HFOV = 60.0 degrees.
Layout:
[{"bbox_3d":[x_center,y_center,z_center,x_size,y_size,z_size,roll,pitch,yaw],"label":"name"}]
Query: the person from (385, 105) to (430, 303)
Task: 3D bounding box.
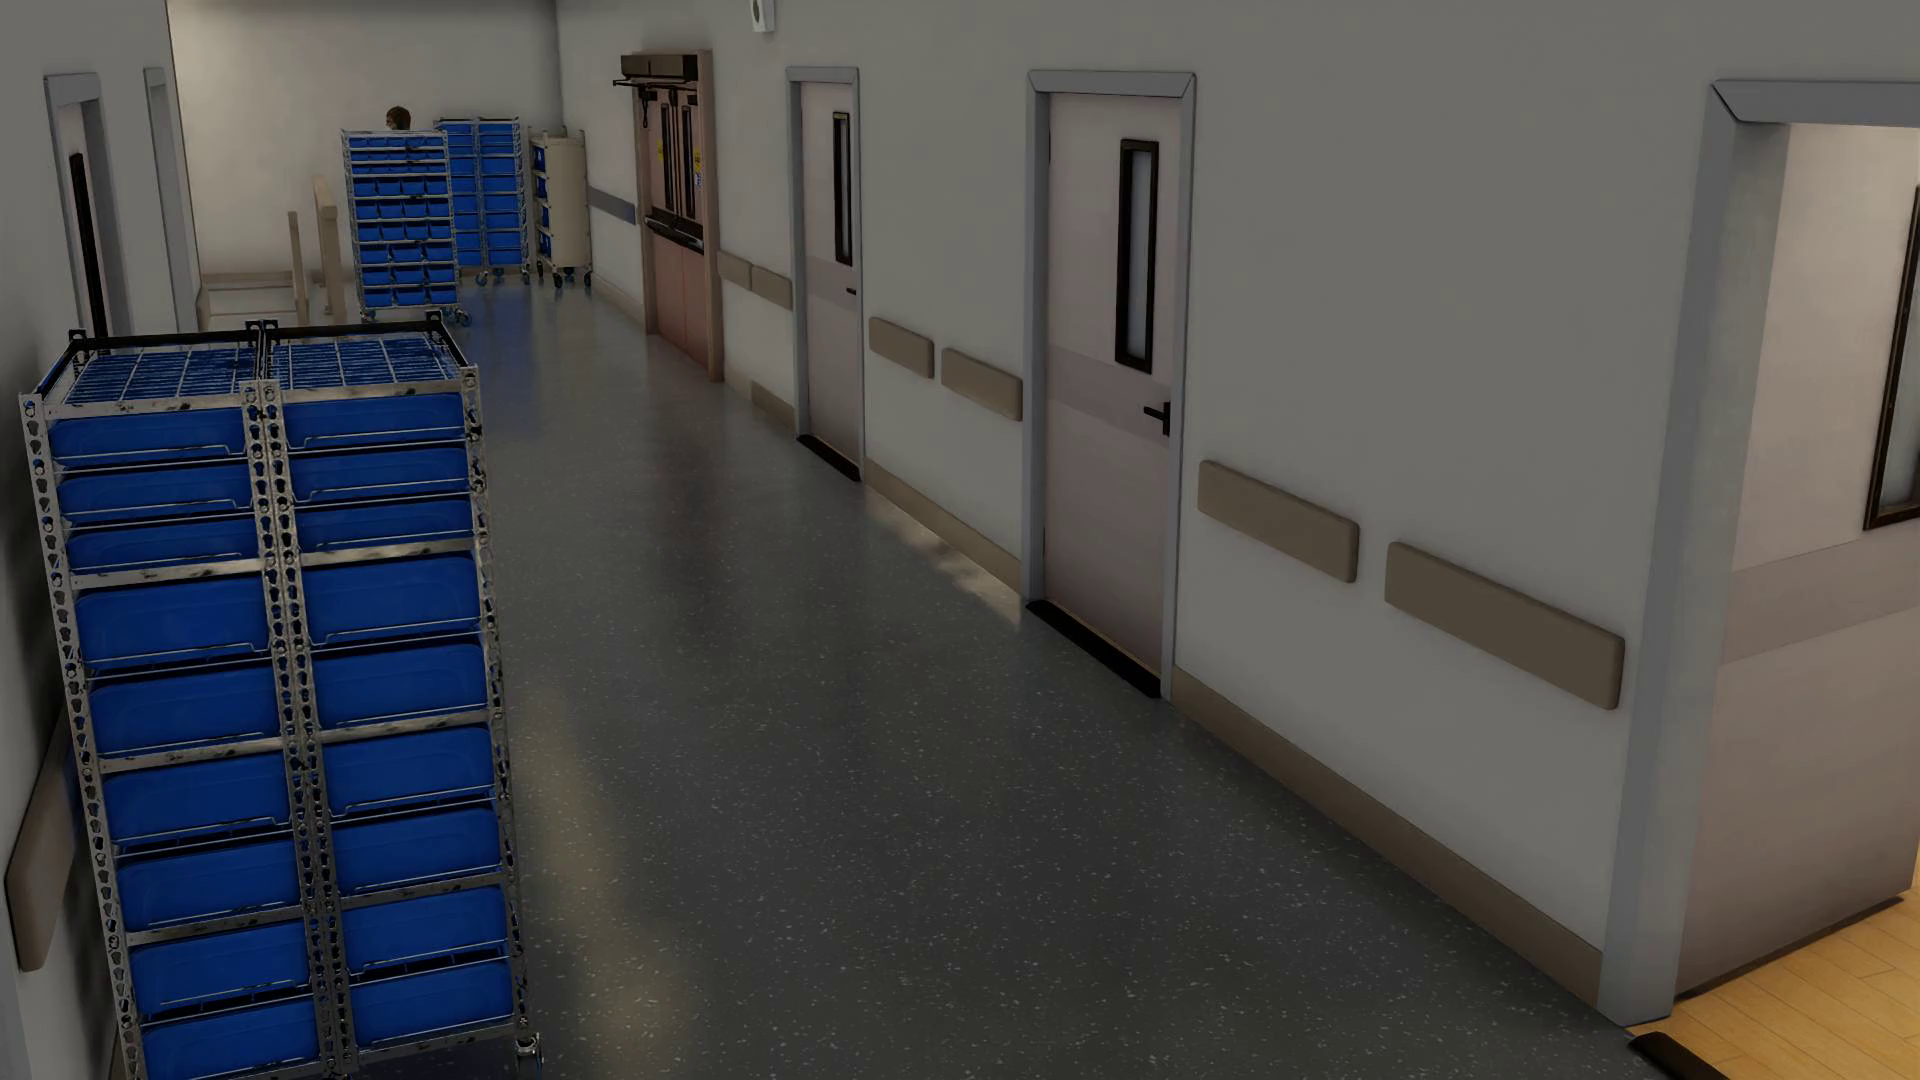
[{"bbox_3d":[-5.469,-3.327,16.557,0.379,1.937,0.629,-14,21,-40],"label":"person"}]
